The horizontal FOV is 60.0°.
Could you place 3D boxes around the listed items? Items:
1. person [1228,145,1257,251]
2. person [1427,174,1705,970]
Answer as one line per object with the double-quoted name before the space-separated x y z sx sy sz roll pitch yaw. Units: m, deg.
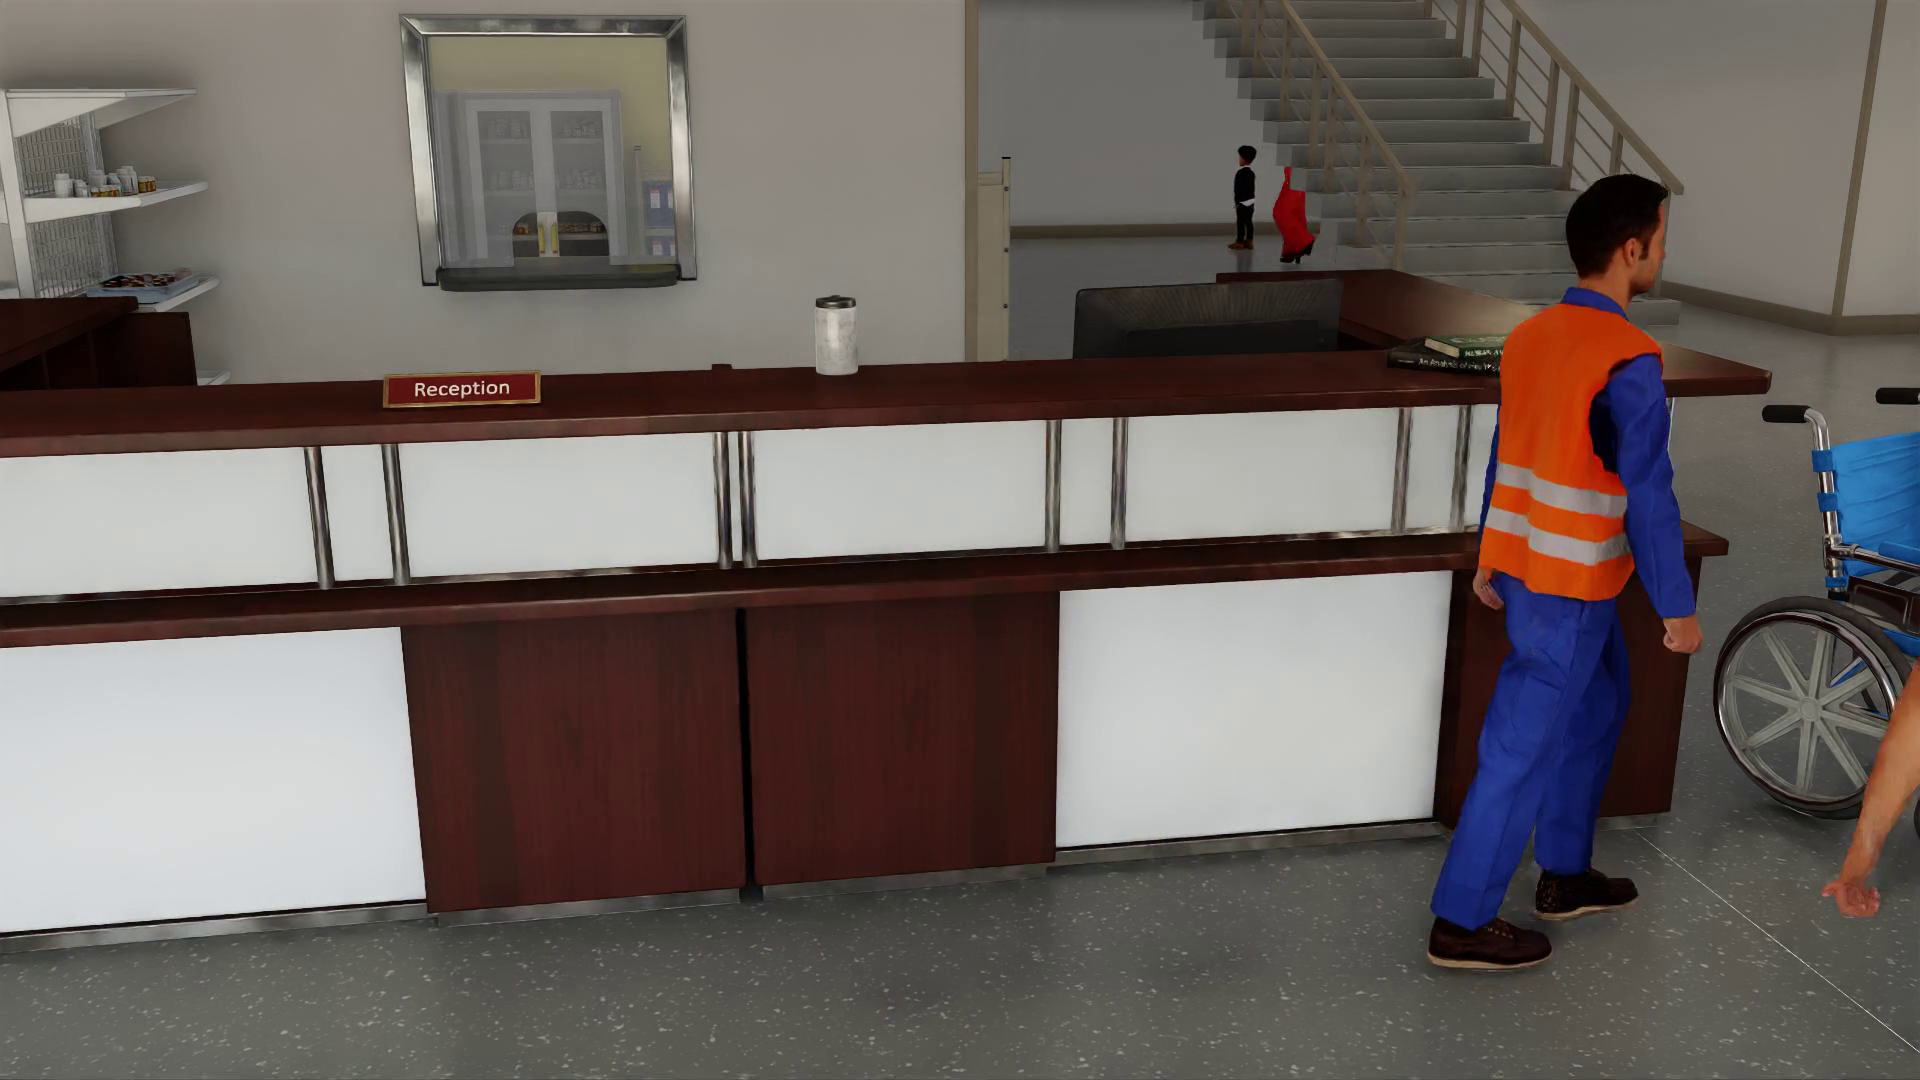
"person" 3.415 -4.089 19.862 0.584 1.224 0.622 -14 21 -41
"person" 1.271 0.128 3.763 0.786 1.843 0.790 -1 16 -4
